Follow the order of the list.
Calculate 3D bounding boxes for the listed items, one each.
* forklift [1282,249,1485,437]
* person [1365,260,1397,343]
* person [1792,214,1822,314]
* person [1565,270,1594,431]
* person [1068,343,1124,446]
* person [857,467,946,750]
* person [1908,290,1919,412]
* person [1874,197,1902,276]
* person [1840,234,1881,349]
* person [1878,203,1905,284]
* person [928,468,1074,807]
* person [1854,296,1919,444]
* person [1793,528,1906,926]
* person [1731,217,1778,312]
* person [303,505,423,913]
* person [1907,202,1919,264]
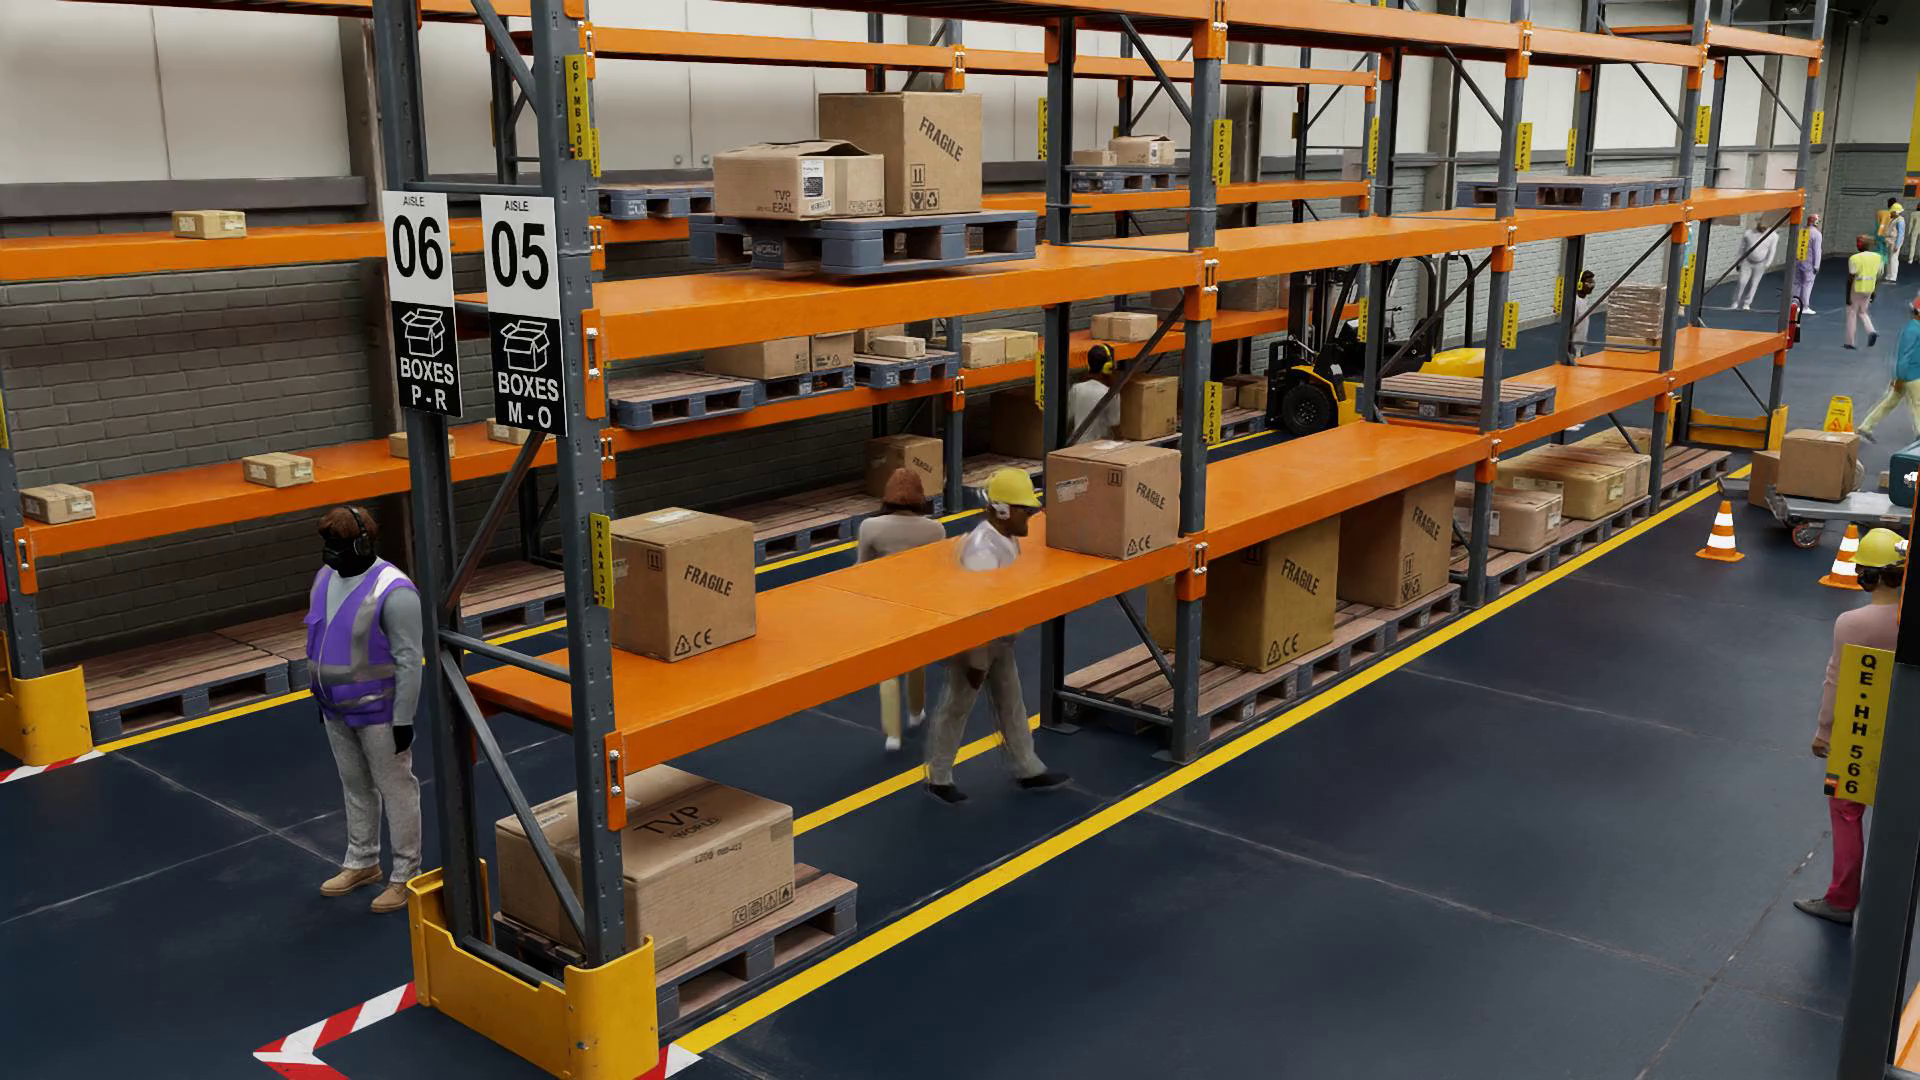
[{"bbox_3d":[4.886,-2.214,18.767,2.313,2.155,1.214,11,18,38],"label":"forklift"},{"bbox_3d":[5.495,-2.779,21.743,0.538,1.866,0.312,-7,15,-26],"label":"person"},{"bbox_3d":[16.295,-5.305,31.971,0.400,1.899,0.648,-3,14,-12],"label":"person"},{"bbox_3d":[7.206,-2.219,19.457,0.330,1.872,0.512,8,16,31],"label":"person"},{"bbox_3d":[1.090,-0.590,12.859,0.582,1.850,0.516,-9,17,-34],"label":"person"},{"bbox_3d":[-0.329,0.373,9.435,0.503,1.602,0.743,-1,14,-3],"label":"person"},{"bbox_3d":[12.113,-2.492,20.613,0.582,1.864,0.624,7,15,25],"label":"person"},{"bbox_3d":[22.320,-7.299,40.102,0.512,1.898,0.593,-11,18,-39],"label":"person"},{"bbox_3d":[14.447,-3.958,26.610,0.593,1.829,0.526,-2,14,-10],"label":"person"},{"bbox_3d":[21.390,-6.787,38.134,0.404,1.829,0.600,3,14,12],"label":"person"},{"bbox_3d":[0.188,0.512,8.550,0.769,1.783,0.616,4,14,15],"label":"person"},{"bbox_3d":[10.455,-1.862,18.353,0.935,1.705,0.570,9,17,34],"label":"person"},{"bbox_3d":[3.993,0.817,7.342,0.518,1.759,0.348,-6,15,-23],"label":"person"},{"bbox_3d":[15.346,-5.317,32.097,0.681,1.863,0.643,6,15,24],"label":"person"},{"bbox_3d":[-2.664,0.748,7.432,0.621,1.845,0.429,9,16,31],"label":"person"},{"bbox_3d":[25.382,-8.139,44.048,0.502,1.631,0.285,6,15,23],"label":"person"}]
